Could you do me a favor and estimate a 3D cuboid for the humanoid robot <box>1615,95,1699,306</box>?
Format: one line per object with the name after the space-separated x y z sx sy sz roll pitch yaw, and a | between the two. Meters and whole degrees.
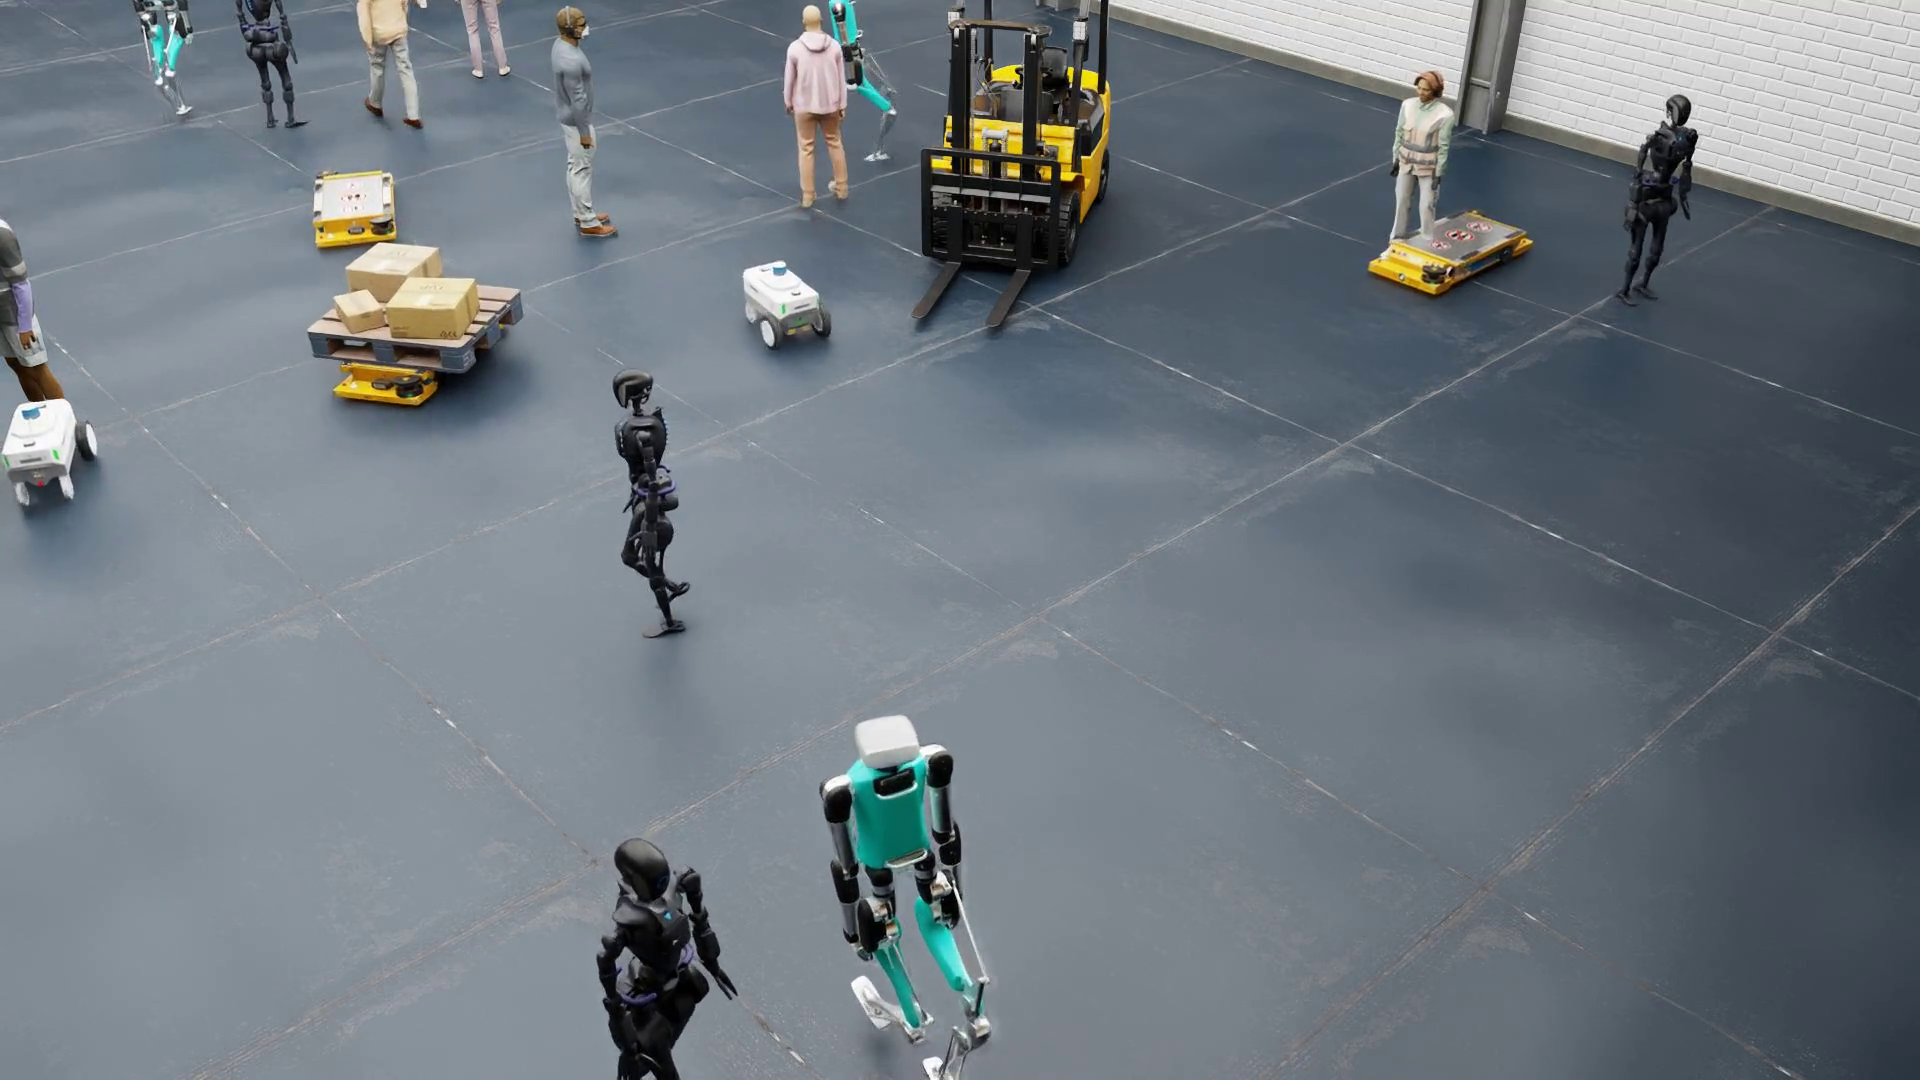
5.445 -2.643 12.946 0.603 1.653 0.362 -12 35 -17 | humanoid robot

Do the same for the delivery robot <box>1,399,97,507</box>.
-5.996 -0.619 10.875 0.499 0.608 0.797 -10 34 -15 | delivery robot

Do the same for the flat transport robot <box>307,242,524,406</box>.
-3.989 -1.423 12.360 0.659 0.231 1.431 7 34 11 | flat transport robot

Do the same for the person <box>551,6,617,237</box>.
-3.224 -3.539 14.083 0.376 1.939 0.627 -11 34 -16 | person

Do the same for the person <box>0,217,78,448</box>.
-6.233 -1.482 10.829 0.606 2.043 0.376 21 39 29 | person

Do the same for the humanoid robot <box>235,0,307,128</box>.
-6.872 -4.937 16.472 0.596 1.650 0.330 9 34 13 | humanoid robot

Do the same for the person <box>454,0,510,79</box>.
-5.169 -5.838 17.775 0.524 1.765 0.327 -8 34 -12 | person

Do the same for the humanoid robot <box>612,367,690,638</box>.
-1.715 -0.181 9.162 0.355 1.651 0.611 -11 34 -16 | humanoid robot

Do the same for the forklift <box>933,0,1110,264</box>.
0.570 -3.725 14.138 1.214 2.155 2.313 9 34 13 | forklift

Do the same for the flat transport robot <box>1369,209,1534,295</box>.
4.118 -2.417 13.889 1.431 0.231 0.659 -26 41 -34 | flat transport robot

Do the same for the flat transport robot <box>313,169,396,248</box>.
-5.354 -2.959 14.720 0.659 0.231 1.431 -9 34 -14 | flat transport robot

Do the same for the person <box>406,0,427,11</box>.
-6.743 -7.304 19.932 0.809 1.868 0.408 -24 40 -33 | person

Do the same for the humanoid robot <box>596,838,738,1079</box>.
-1.116 1.725 6.281 0.790 1.626 0.585 19 38 26 | humanoid robot

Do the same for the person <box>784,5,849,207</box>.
-1.263 -3.808 14.648 0.533 1.771 0.512 -12 35 -17 | person

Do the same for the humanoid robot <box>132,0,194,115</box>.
-7.973 -5.000 16.564 0.540 1.844 0.747 0 33 -1 | humanoid robot

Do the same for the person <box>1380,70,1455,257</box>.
3.744 -3.026 13.577 0.315 1.630 0.507 -27 42 -35 | person

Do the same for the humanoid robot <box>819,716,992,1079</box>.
-0.170 1.523 6.464 0.554 1.710 1.006 -15 36 -22 | humanoid robot

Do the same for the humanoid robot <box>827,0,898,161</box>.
-0.835 -4.365 15.585 0.766 1.823 0.555 0 33 0 | humanoid robot

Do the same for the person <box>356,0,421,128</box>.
-5.763 -5.090 16.552 0.564 1.839 0.910 -25 41 -33 | person

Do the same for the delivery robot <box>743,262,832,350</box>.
-1.350 -1.814 12.714 0.499 0.612 0.796 -19 38 -26 | delivery robot
